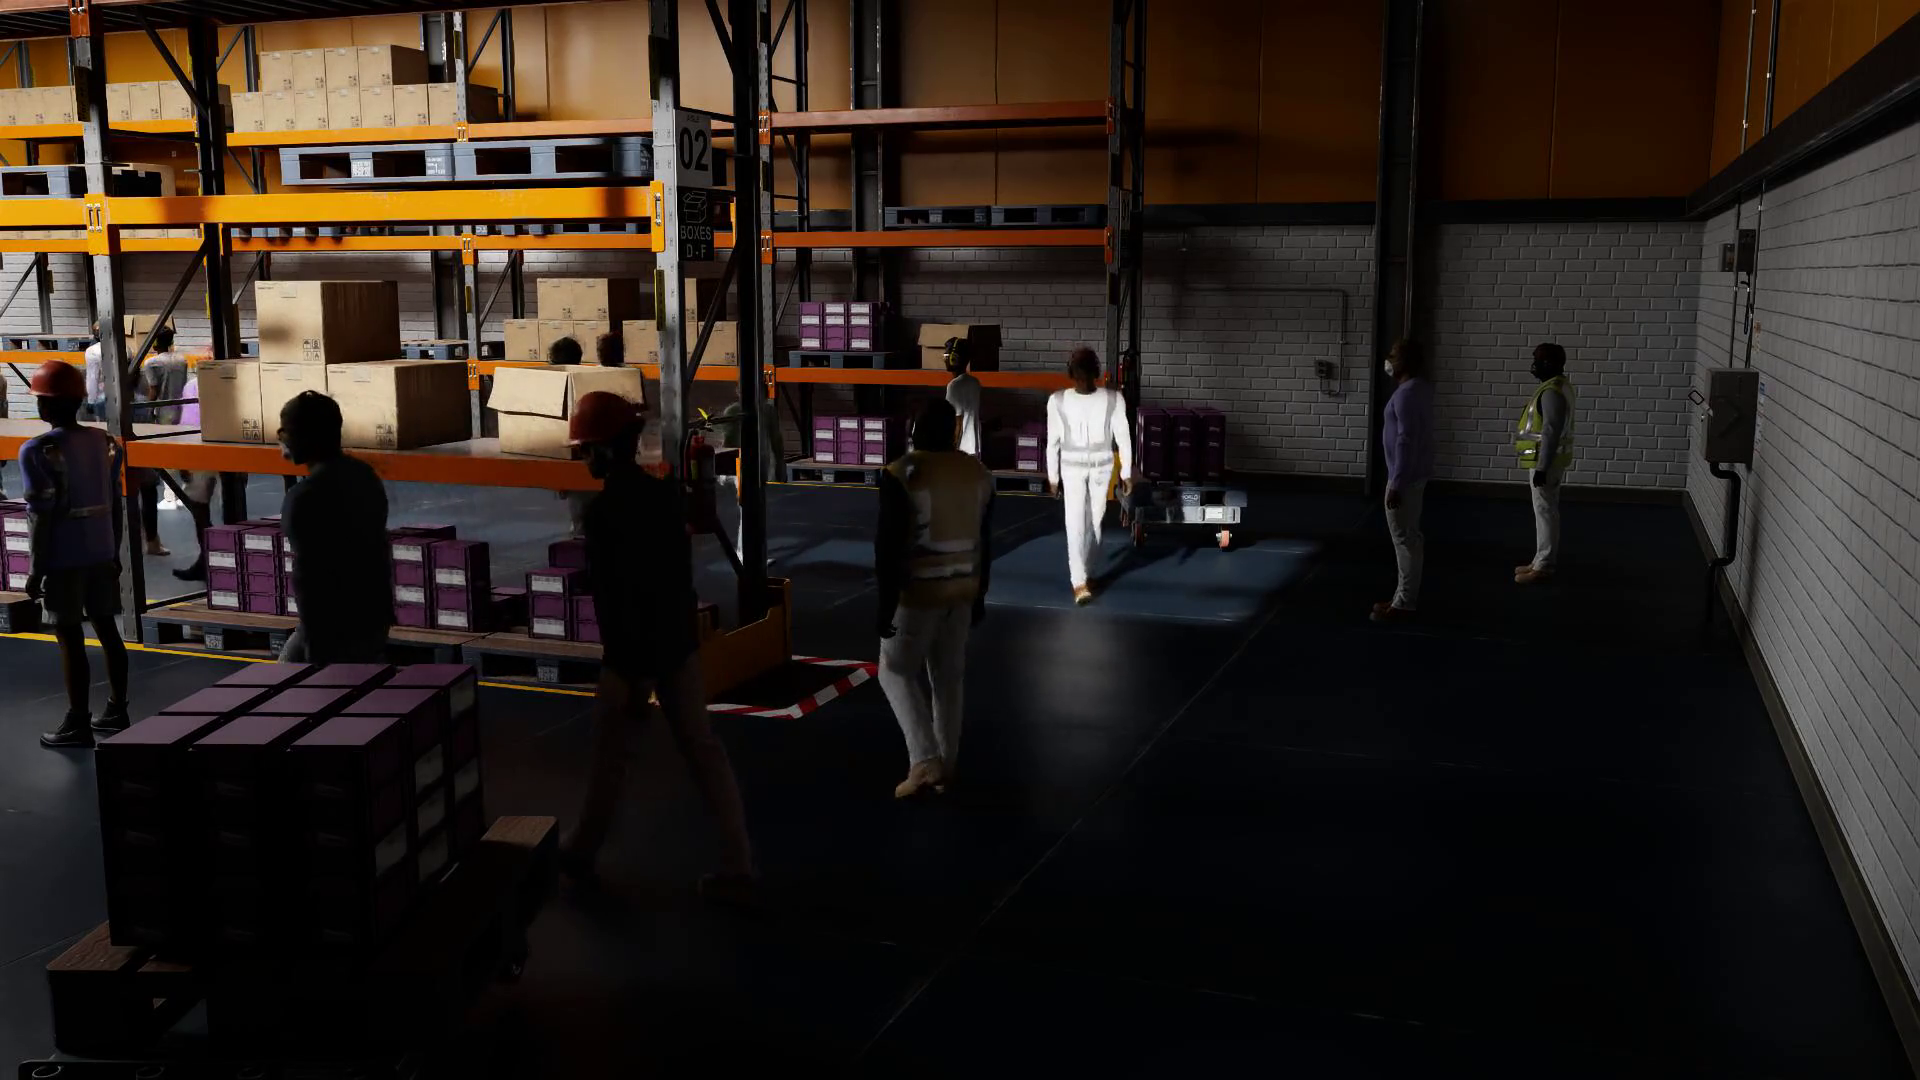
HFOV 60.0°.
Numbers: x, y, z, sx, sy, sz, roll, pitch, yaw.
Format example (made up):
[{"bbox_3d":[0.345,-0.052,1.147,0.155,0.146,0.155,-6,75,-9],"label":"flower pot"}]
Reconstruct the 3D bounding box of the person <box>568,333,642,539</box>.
[{"bbox_3d":[-3.099,-0.878,14.587,0.610,1.835,0.957,3,9,17],"label":"person"}]

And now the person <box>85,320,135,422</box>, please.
[{"bbox_3d":[-9.907,-1.639,19.368,0.429,1.846,0.625,3,10,20],"label":"person"}]

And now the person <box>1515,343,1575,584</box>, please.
[{"bbox_3d":[4.479,-0.587,12.767,0.429,1.844,0.625,3,10,20],"label":"person"}]

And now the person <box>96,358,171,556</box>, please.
[{"bbox_3d":[-7.040,-0.698,13.978,0.720,1.674,0.522,4,10,24],"label":"person"}]

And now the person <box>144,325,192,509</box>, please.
[{"bbox_3d":[-7.994,-1.237,16.766,0.328,1.870,0.515,3,10,20],"label":"person"}]

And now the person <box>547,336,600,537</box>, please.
[{"bbox_3d":[-2.720,-0.520,12.165,0.469,1.917,0.672,0,9,1],"label":"person"}]

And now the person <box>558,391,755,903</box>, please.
[{"bbox_3d":[-1.208,0.413,6.228,1.041,1.926,0.668,4,10,25],"label":"person"}]

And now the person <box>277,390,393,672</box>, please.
[{"bbox_3d":[-2.449,0.374,6.477,0.442,1.918,0.632,2,9,11],"label":"person"}]

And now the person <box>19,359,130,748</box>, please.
[{"bbox_3d":[-4.437,0.071,8.324,0.353,1.942,0.545,3,10,20],"label":"person"}]

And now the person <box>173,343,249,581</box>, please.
[{"bbox_3d":[-5.711,-0.591,12.673,0.707,1.898,0.353,1,9,6],"label":"person"}]

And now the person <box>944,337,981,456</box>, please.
[{"bbox_3d":[-0.013,-0.673,13.222,0.328,1.872,0.515,3,10,20],"label":"person"}]

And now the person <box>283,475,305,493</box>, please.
[{"bbox_3d":[-6.136,-1.030,15.233,0.353,1.942,0.545,3,10,20],"label":"person"}]

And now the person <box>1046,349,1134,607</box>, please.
[{"bbox_3d":[0.936,-0.459,12.006,0.604,1.822,1.013,0,9,-1],"label":"person"}]

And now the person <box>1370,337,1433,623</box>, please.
[{"bbox_3d":[3.016,-0.403,11.309,0.372,1.940,0.630,3,10,20],"label":"person"}]

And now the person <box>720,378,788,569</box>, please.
[{"bbox_3d":[-1.633,-0.555,13.329,0.518,1.595,0.846,-7,11,-37],"label":"person"}]

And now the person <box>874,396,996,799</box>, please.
[{"bbox_3d":[-0.094,0.264,7.545,0.658,1.811,0.543,-7,11,-36],"label":"person"}]

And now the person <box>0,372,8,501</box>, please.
[{"bbox_3d":[-8.088,-0.773,13.656,0.363,1.930,0.588,3,10,20],"label":"person"}]
